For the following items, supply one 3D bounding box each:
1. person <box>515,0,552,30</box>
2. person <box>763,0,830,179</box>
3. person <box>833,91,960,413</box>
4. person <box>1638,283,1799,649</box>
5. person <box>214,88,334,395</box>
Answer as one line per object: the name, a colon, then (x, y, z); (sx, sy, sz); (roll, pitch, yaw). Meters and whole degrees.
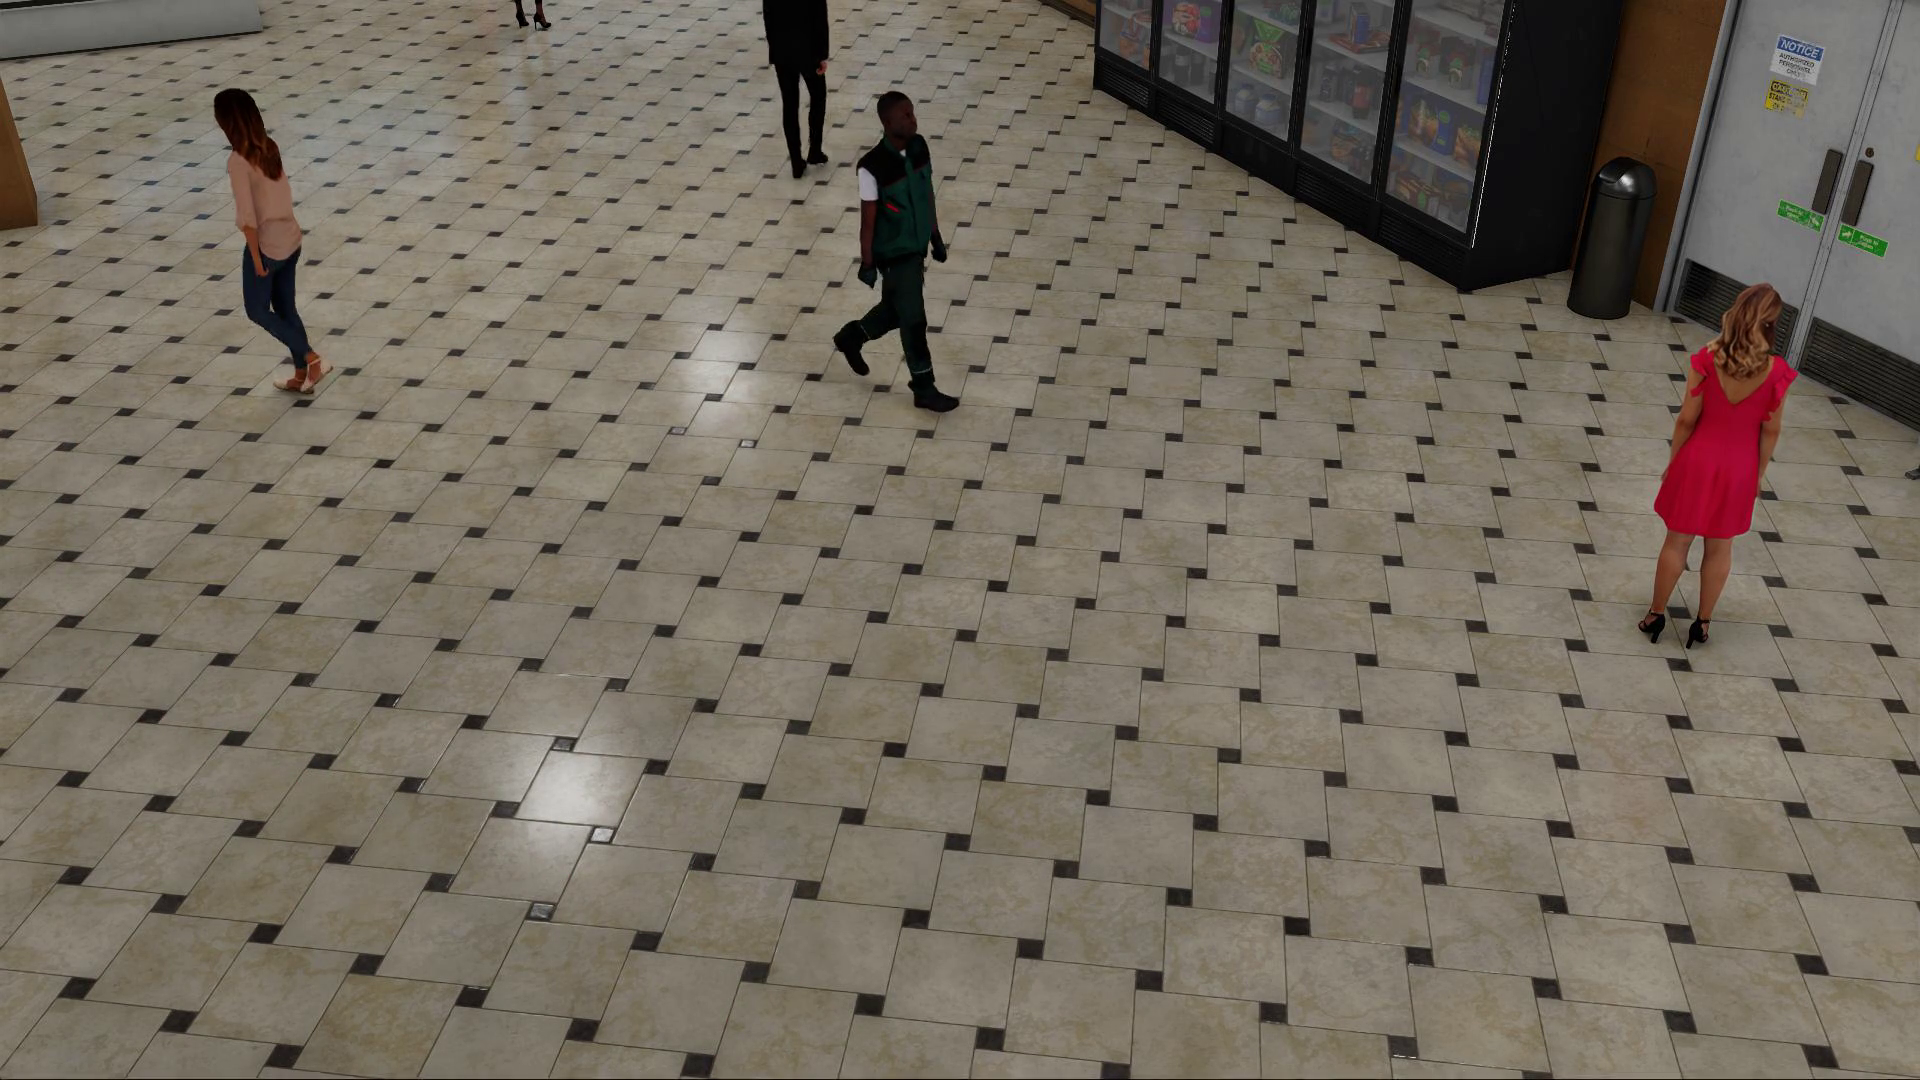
person: (-4.275, -5.926, 16.181); (0.677, 1.835, 0.737); (11, 34, 17)
person: (-1.244, -3.633, 12.463); (0.803, 1.869, 0.889); (4, 32, 7)
person: (-0.405, -1.614, 9.271); (1.139, 1.813, 1.203); (19, 36, 27)
person: (3.285, -0.303, 7.246); (0.665, 1.728, 0.720); (12, 34, 19)
person: (-3.776, -1.627, 9.326); (0.824, 1.776, 0.763); (8, 33, 12)
